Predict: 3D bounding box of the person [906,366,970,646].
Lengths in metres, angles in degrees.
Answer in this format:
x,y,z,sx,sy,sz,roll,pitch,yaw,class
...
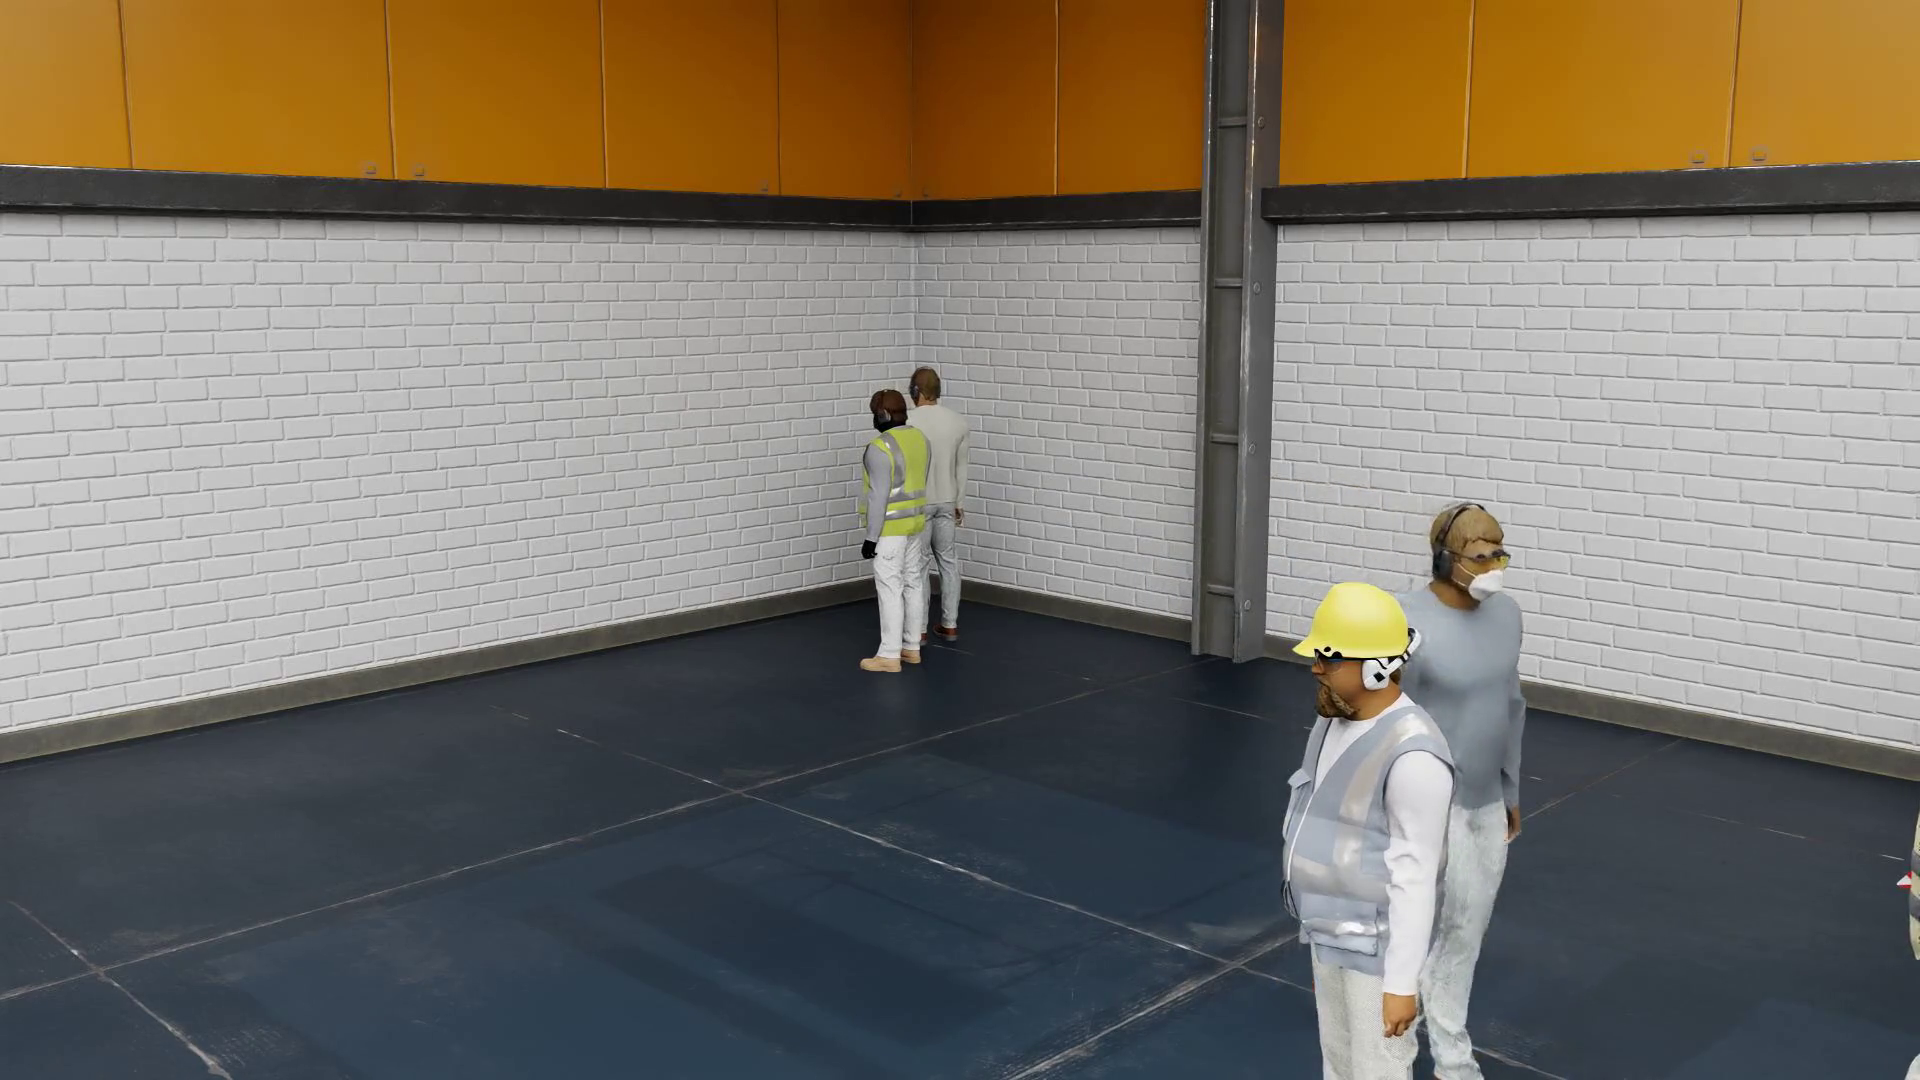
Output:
x,y,z,sx,sy,sz,roll,pitch,yaw,class
-0.227,-0.234,11.563,0.628,1.940,0.373,-6,11,-32,person

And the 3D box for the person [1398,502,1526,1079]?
x,y,z,sx,sy,sz,roll,pitch,yaw,class
1.467,0.809,5.236,0.627,1.915,0.769,-7,12,-37,person

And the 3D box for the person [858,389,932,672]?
x,y,z,sx,sy,sz,roll,pitch,yaw,class
-0.445,-0.062,10.825,0.429,1.838,0.622,5,11,29,person

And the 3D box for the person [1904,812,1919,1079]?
x,y,z,sx,sy,sz,roll,pitch,yaw,class
2.576,1.033,4.113,0.403,1.831,0.597,2,9,12,person

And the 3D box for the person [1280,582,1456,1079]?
x,y,z,sx,sy,sz,roll,pitch,yaw,class
1.030,1.008,4.300,0.403,1.826,0.596,-2,9,-10,person
